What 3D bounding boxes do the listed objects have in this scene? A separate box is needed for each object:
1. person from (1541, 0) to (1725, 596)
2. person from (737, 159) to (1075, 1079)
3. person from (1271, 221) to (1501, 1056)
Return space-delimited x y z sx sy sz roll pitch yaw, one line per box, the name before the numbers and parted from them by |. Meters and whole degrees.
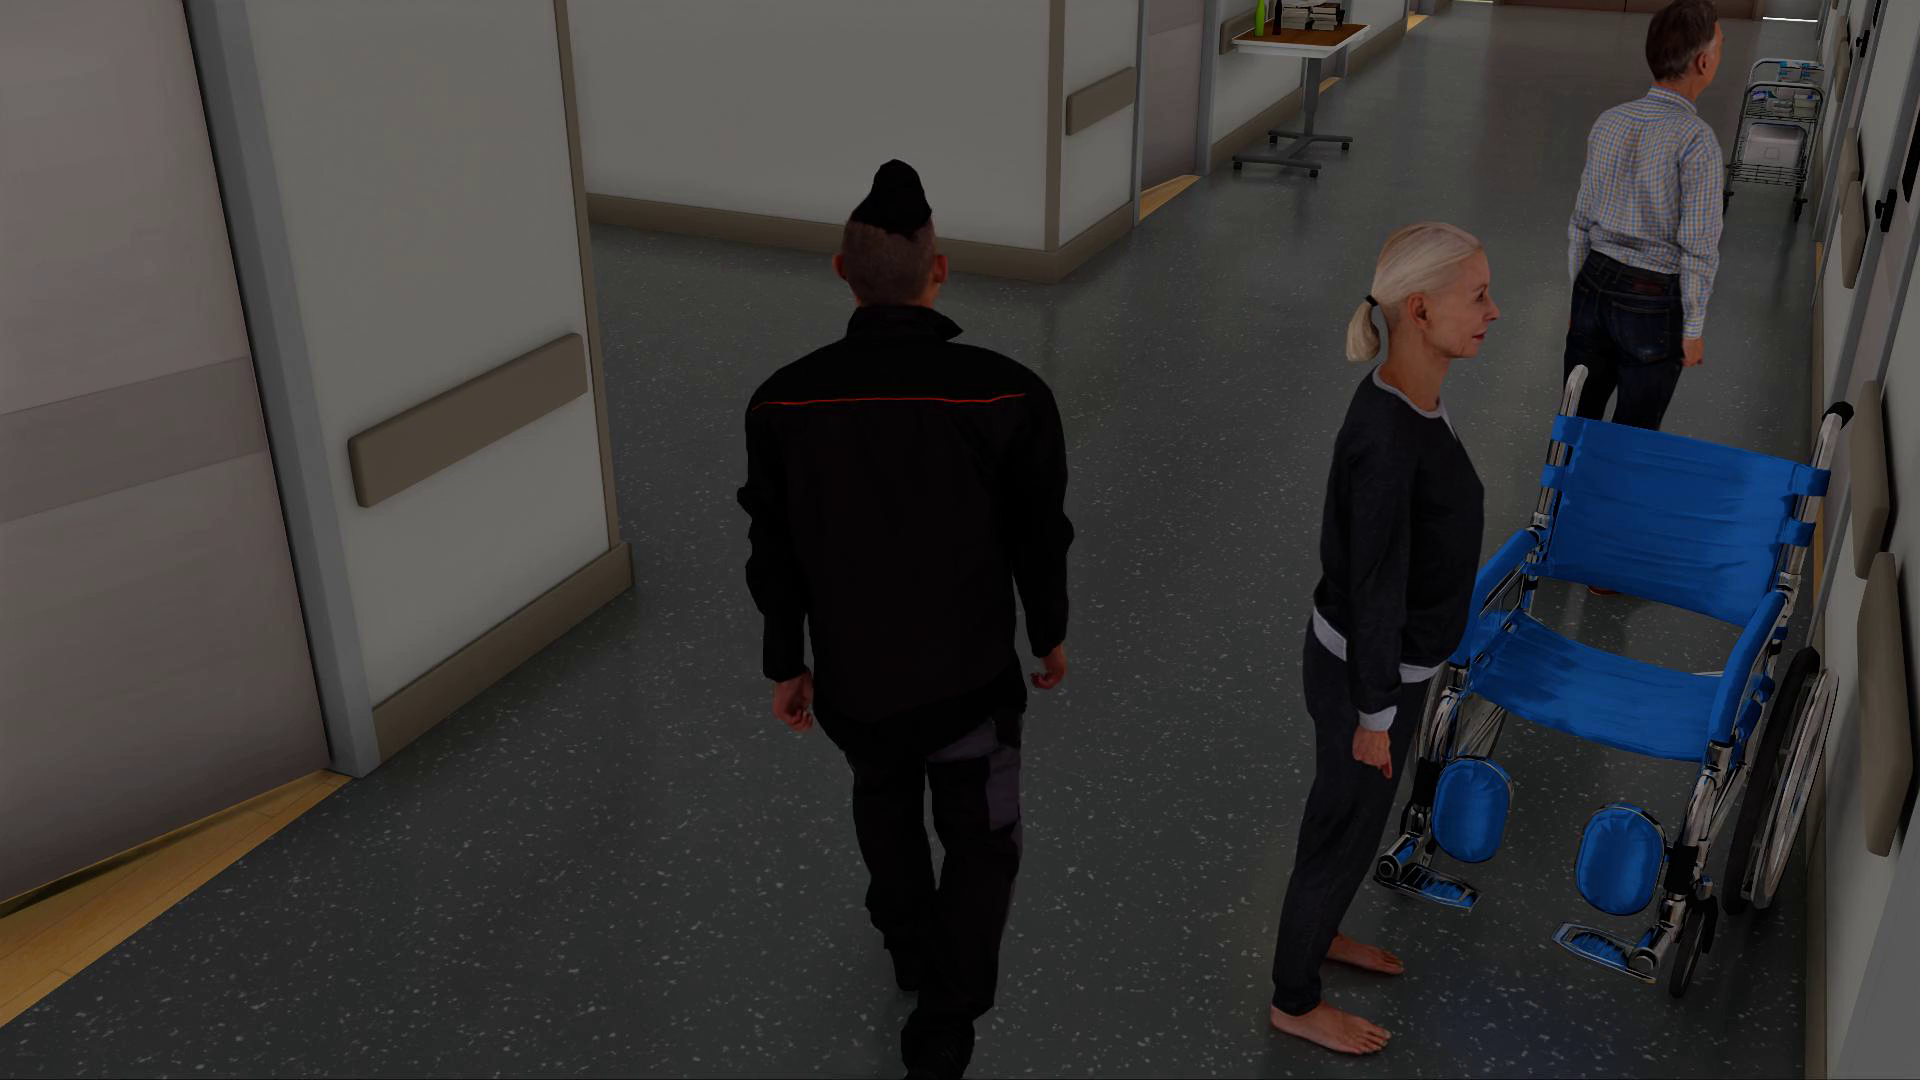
person | 2.062 -0.721 5.101 0.769 1.820 0.740 -13 29 -25
person | -0.083 0.240 3.084 0.941 1.840 1.163 4 26 9
person | 0.804 0.211 3.274 0.693 1.726 0.517 6 26 13
